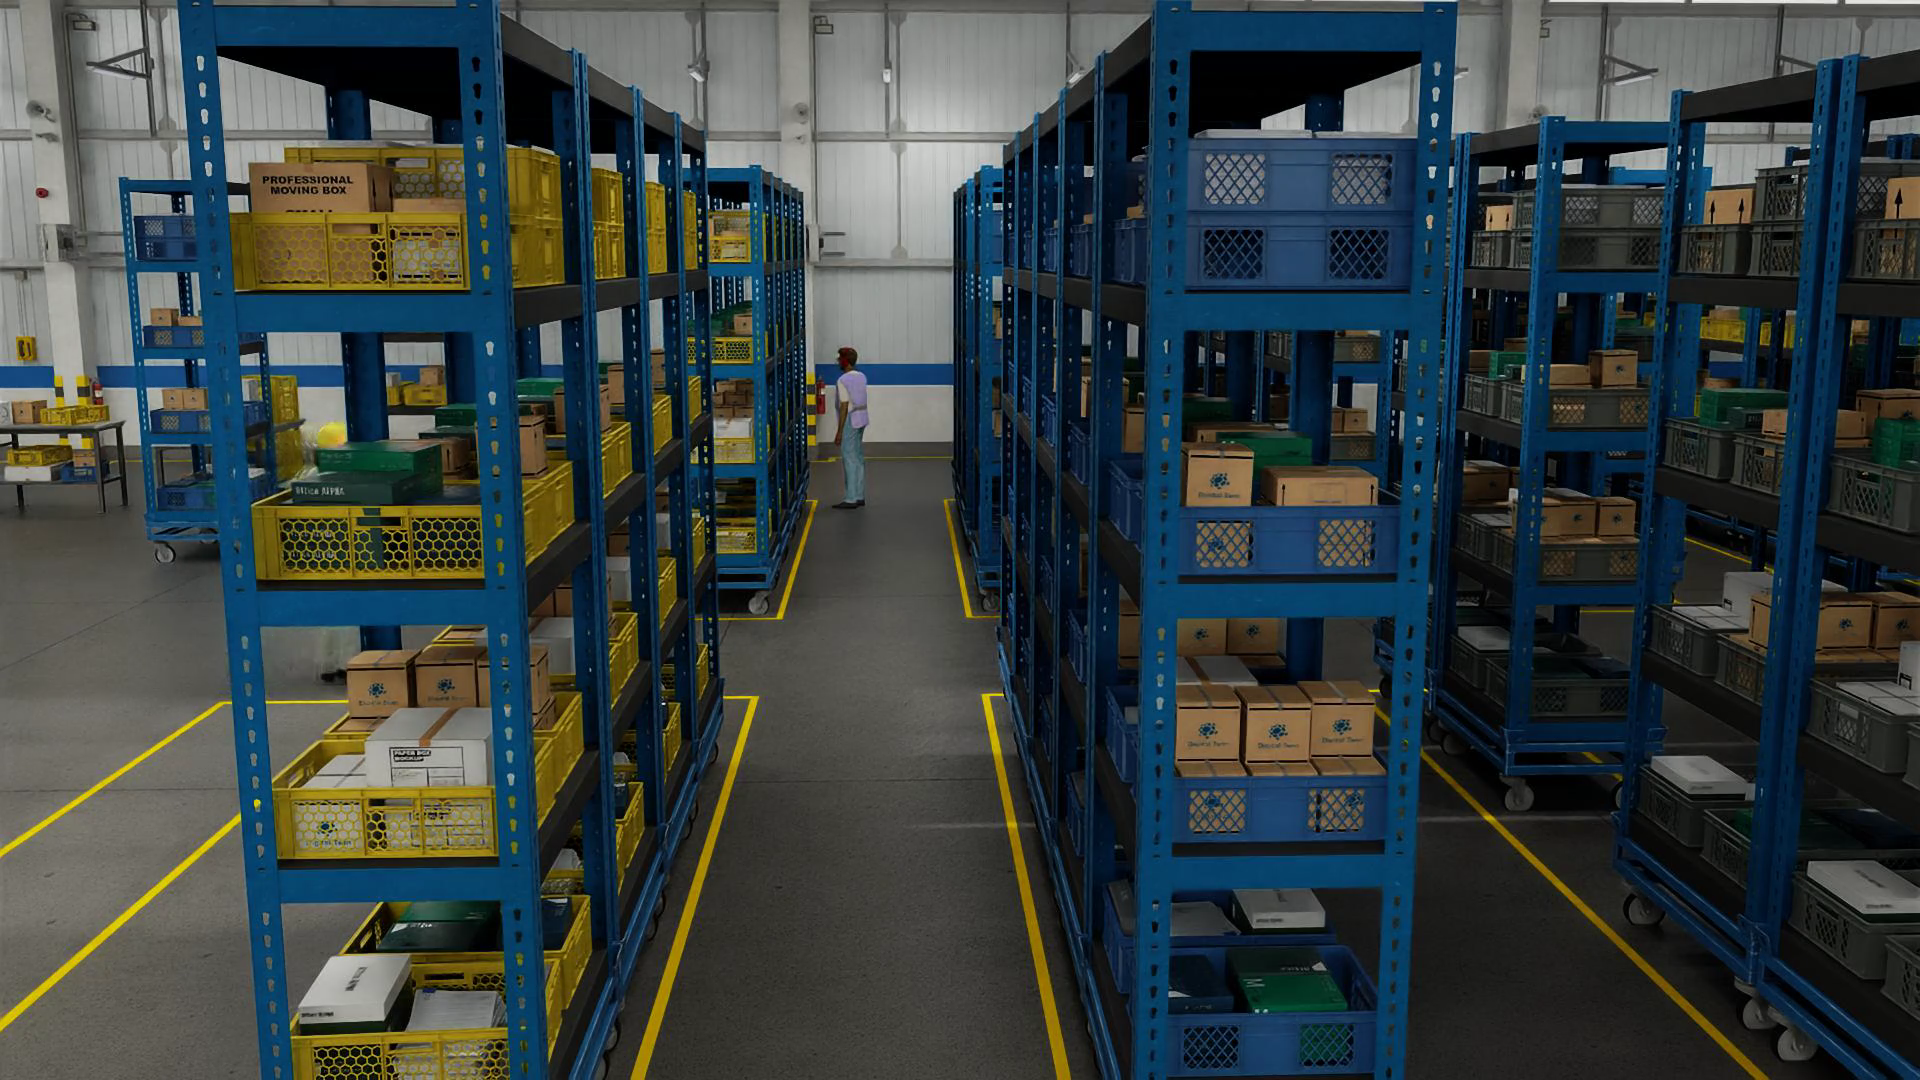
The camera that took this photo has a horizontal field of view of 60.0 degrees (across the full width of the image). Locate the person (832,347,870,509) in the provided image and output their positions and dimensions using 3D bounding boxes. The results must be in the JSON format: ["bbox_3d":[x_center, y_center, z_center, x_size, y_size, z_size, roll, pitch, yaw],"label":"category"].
[{"bbox_3d":[-1.242,-1.276,19.001,0.387,1.844,0.566,4,11,21],"label":"person"}]

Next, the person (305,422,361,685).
[{"bbox_3d":[-4.121,0.112,11.189,0.556,1.809,0.617,-1,10,-6],"label":"person"}]
